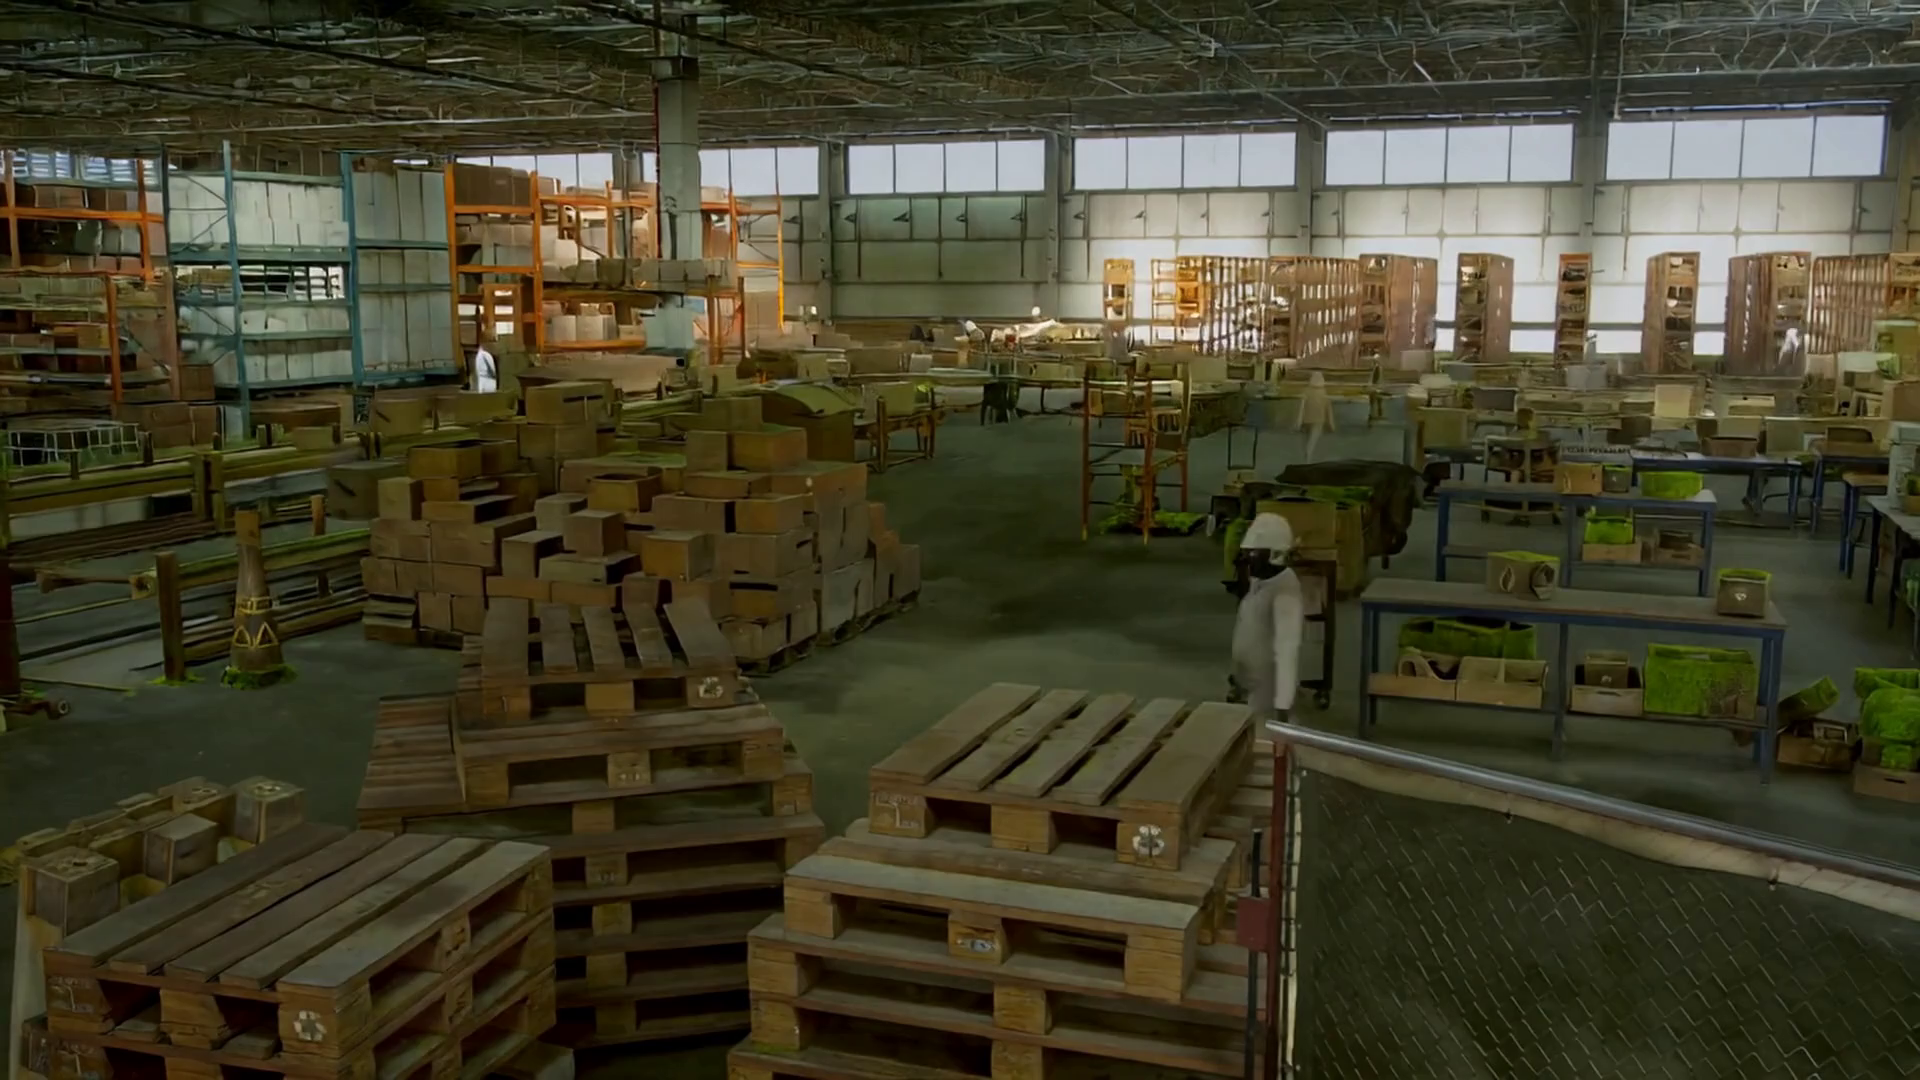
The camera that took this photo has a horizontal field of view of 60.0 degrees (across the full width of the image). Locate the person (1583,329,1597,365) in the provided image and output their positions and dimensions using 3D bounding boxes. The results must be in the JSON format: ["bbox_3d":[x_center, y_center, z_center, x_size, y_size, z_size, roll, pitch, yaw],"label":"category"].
[{"bbox_3d":[15.027,-4.175,39.831,0.507,1.749,0.543,6,11,33],"label":"person"}]

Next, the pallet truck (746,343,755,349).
[{"bbox_3d":[-6.183,-4.618,44.264,1.601,1.201,0.680,-9,12,-43],"label":"pallet truck"}]

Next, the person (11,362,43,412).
[{"bbox_3d":[-17.839,-2.873,31.760,0.528,1.738,0.891,-2,9,-10],"label":"person"}]

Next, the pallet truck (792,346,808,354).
[{"bbox_3d":[-3.705,-4.298,42.022,0.653,1.274,1.630,3,10,20],"label":"pallet truck"}]

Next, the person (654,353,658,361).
[{"bbox_3d":[-7.904,-4.956,44.615,0.605,1.785,0.902,2,9,12],"label":"person"}]

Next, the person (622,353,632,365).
[{"bbox_3d":[-10.633,-6.225,52.846,0.532,1.729,0.926,4,10,21],"label":"person"}]

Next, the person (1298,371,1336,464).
[{"bbox_3d":[5.387,-1.752,25.147,0.868,1.587,0.504,-9,12,-43],"label":"person"}]

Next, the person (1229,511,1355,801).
[{"bbox_3d":[1.702,0.732,8.854,0.834,1.807,0.590,1,9,5],"label":"person"}]

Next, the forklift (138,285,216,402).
[{"bbox_3d":[-17.480,-4.200,36.461,1.873,2.768,1.129,3,10,19],"label":"forklift"}]

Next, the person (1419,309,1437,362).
[{"bbox_3d":[14.376,-6.139,51.420,1.032,1.985,0.634,4,10,24],"label":"person"}]

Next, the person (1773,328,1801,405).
[{"bbox_3d":[19.344,-4.009,38.625,0.939,1.796,0.596,5,11,31],"label":"person"}]

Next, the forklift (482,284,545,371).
[{"bbox_3d":[-10.832,-4.702,39.610,1.129,2.768,1.873,3,10,20],"label":"forklift"}]

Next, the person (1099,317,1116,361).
[{"bbox_3d":[3.993,-5.157,45.562,0.725,1.888,0.652,6,11,33],"label":"person"}]

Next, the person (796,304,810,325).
[{"bbox_3d":[-6.064,-8.139,64.190,0.631,1.921,0.461,2,9,14],"label":"person"}]

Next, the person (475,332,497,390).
[{"bbox_3d":[-8.273,-2.623,29.177,0.377,2.044,0.608,0,9,-3],"label":"person"}]
